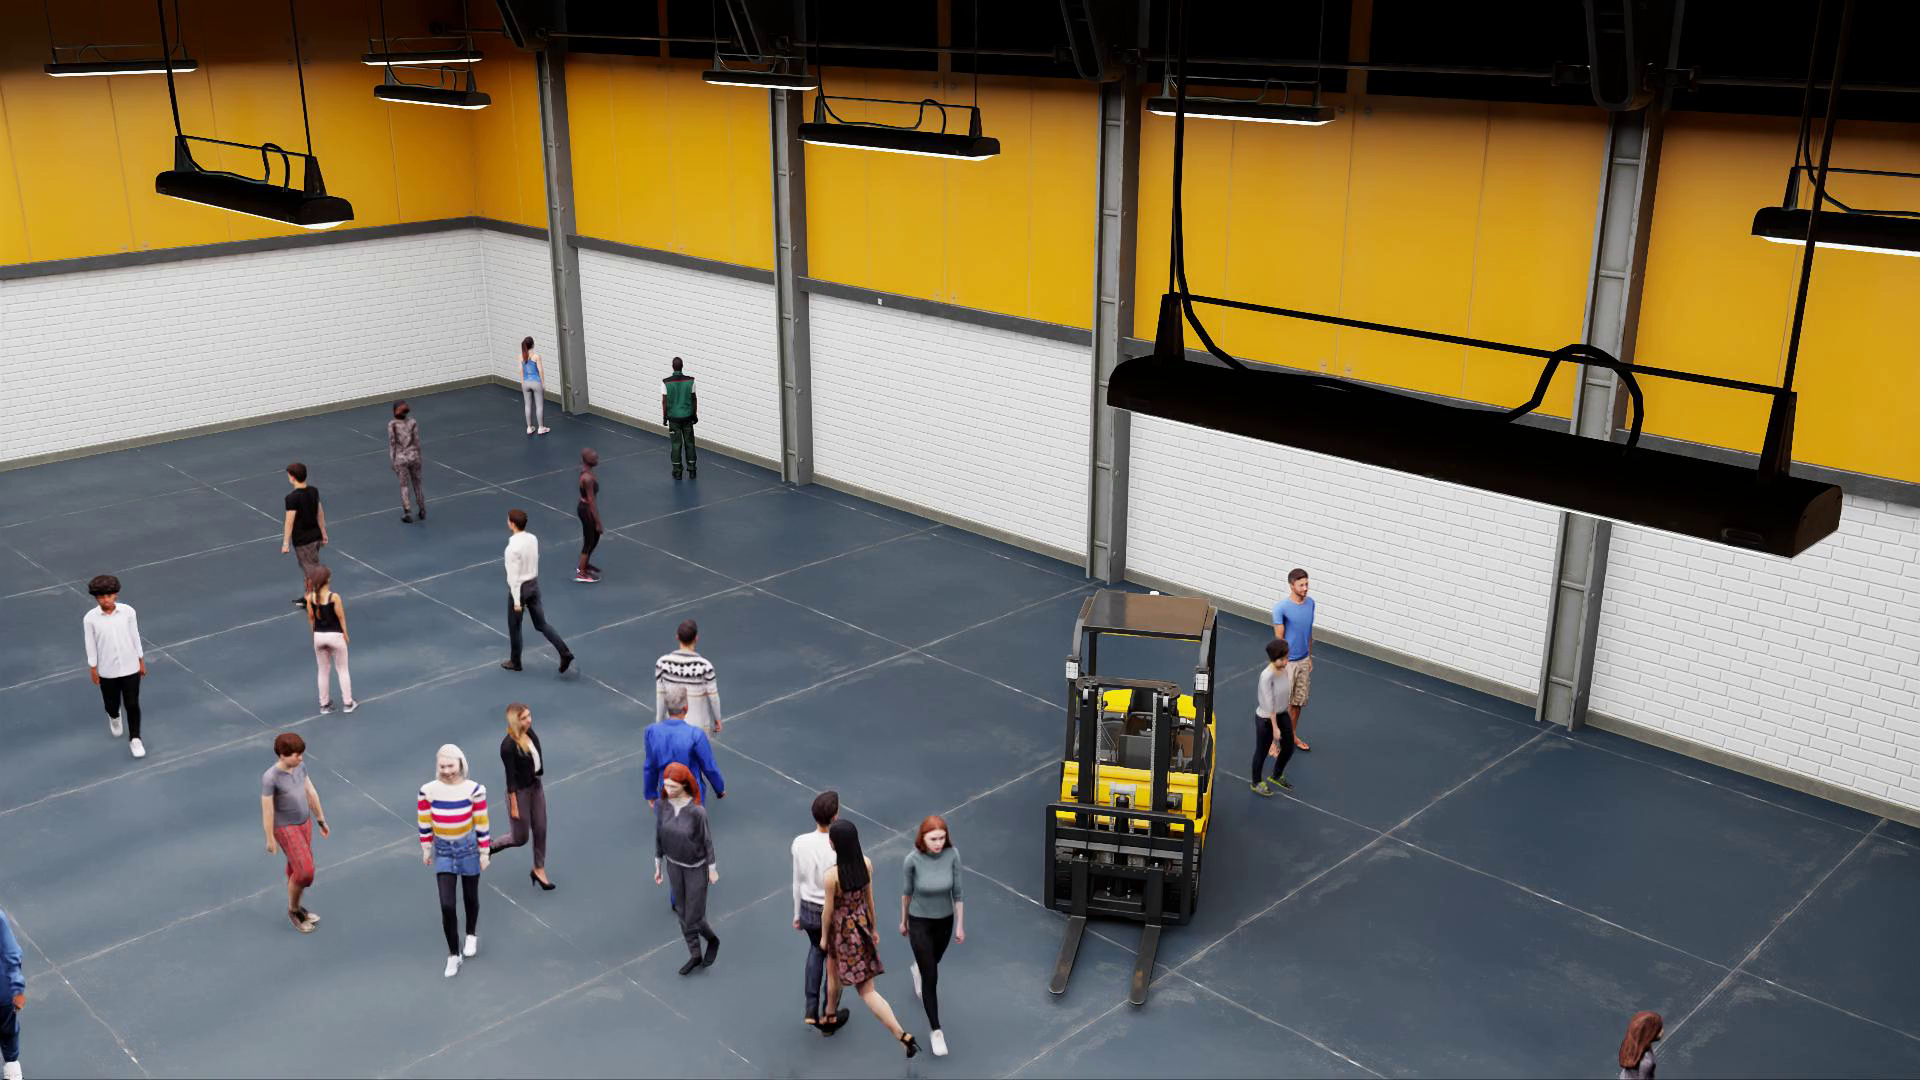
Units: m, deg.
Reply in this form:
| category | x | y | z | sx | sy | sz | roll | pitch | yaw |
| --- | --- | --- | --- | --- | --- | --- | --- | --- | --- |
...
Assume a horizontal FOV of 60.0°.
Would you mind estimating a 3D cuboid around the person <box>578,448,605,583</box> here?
| category | x | y | z | sx | sy | sz | roll | pitch | yaw |
| --- | --- | --- | --- | --- | --- | --- | --- | --- | --- |
| person | -4.603 | -0.297 | 20.404 | 0.876 | 1.725 | 0.765 | -8 | 20 | -22 |

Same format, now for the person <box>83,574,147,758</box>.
| category | x | y | z | sx | sy | sz | roll | pitch | yaw |
| --- | --- | --- | --- | --- | --- | --- | --- | --- | --- |
| person | -8.080 | 1.172 | 15.932 | 0.746 | 1.795 | 0.974 | -12 | 22 | -32 |

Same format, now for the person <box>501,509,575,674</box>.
| category | x | y | z | sx | sy | sz | roll | pitch | yaw |
| --- | --- | --- | --- | --- | --- | --- | --- | --- | --- |
| person | -4.526 | 0.577 | 17.620 | 1.234 | 1.844 | 0.932 | 8 | 20 | 23 |

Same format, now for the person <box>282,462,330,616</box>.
| category | x | y | z | sx | sy | sz | roll | pitch | yaw |
| --- | --- | --- | --- | --- | --- | --- | --- | --- | --- |
| person | -7.501 | 0.015 | 19.293 | 1.010 | 1.843 | 0.911 | 4 | 19 | 11 |

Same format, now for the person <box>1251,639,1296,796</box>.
| category | x | y | z | sx | sy | sz | roll | pitch | yaw |
| --- | --- | --- | --- | --- | --- | --- | --- | --- | --- |
| person | 2.758 | 1.594 | 15.090 | 0.581 | 1.532 | 0.559 | 16 | 24 | 40 |

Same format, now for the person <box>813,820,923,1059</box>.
| category | x | y | z | sx | sy | sz | roll | pitch | yaw |
| --- | --- | --- | --- | --- | --- | --- | --- | --- | --- |
| person | -0.674 | 2.773 | 11.287 | 1.251 | 1.724 | 0.723 | 13 | 23 | 35 |

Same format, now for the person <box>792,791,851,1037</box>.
| category | x | y | z | sx | sy | sz | roll | pitch | yaw |
| --- | --- | --- | --- | --- | --- | --- | --- | --- | --- |
| person | -0.976 | 2.639 | 11.492 | 0.746 | 1.849 | 0.810 | 8 | 20 | 22 |

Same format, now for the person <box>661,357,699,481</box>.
| category | x | y | z | sx | sy | sz | roll | pitch | yaw |
| --- | --- | --- | --- | --- | --- | --- | --- | --- | --- |
| person | -4.162 | -1.821 | 24.753 | 0.776 | 1.838 | 0.757 | -6 | 20 | -18 |

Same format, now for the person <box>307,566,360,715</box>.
| category | x | y | z | sx | sy | sz | roll | pitch | yaw |
| --- | --- | --- | --- | --- | --- | --- | --- | --- | --- |
| person | -6.370 | 1.003 | 16.797 | 0.614 | 1.562 | 0.672 | 0 | 19 | -1 |

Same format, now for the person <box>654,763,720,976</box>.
| category | x | y | z | sx | sy | sz | roll | pitch | yaw |
| --- | --- | --- | --- | --- | --- | --- | --- | --- | --- |
| person | -1.983 | 2.396 | 12.356 | 0.658 | 1.757 | 0.730 | 10 | 21 | 27 |

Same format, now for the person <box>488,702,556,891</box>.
| category | x | y | z | sx | sy | sz | roll | pitch | yaw |
| --- | --- | --- | --- | --- | --- | --- | --- | --- | --- |
| person | -3.607 | 2.086 | 13.443 | 0.972 | 1.650 | 0.818 | 6 | 19 | 17 |

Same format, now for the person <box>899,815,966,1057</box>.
| category | x | y | z | sx | sy | sz | roll | pitch | yaw |
| --- | --- | --- | --- | --- | --- | --- | --- | --- | --- |
| person | -0.215 | 2.660 | 11.649 | 0.944 | 1.708 | 1.199 | -5 | 19 | -15 |

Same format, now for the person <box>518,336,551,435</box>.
| category | x | y | z | sx | sy | sz | roll | pitch | yaw |
| --- | --- | --- | --- | --- | --- | --- | --- | --- | --- |
| person | -7.002 | -2.539 | 27.243 | 0.630 | 1.610 | 0.717 | 4 | 19 | 12 |

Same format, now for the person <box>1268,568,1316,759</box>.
| category | x | y | z | sx | sy | sz | roll | pitch | yaw |
| --- | --- | --- | --- | --- | --- | --- | --- | --- | --- |
| person | 3.173 | 1.141 | 15.918 | 0.701 | 1.862 | 0.640 | -11 | 21 | -28 |

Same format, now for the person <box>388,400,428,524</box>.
| category | x | y | z | sx | sy | sz | roll | pitch | yaw |
| --- | --- | --- | --- | --- | --- | --- | --- | --- | --- |
| person | -7.579 | -1.088 | 22.771 | 0.601 | 1.714 | 0.585 | -14 | 23 | -35 |

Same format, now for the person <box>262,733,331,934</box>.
| category | x | y | z | sx | sy | sz | roll | pitch | yaw |
| --- | --- | --- | --- | --- | --- | --- | --- | --- | --- |
| person | -5.277 | 2.249 | 12.991 | 0.745 | 1.631 | 0.695 | 8 | 20 | 22 |

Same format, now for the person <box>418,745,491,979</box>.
| category | x | y | z | sx | sy | sz | roll | pitch | yaw |
| --- | --- | --- | --- | --- | --- | --- | --- | --- | --- |
| person | -3.768 | 2.321 | 12.532 | 0.907 | 1.788 | 0.985 | -3 | 19 | -8 |

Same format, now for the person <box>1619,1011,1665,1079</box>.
| category | x | y | z | sx | sy | sz | roll | pitch | yaw |
| --- | --- | --- | --- | --- | --- | --- | --- | --- | --- |
| person | 4.205 | 3.410 | 10.366 | 0.573 | 1.105 | 0.534 | 3 | 19 | 9 |

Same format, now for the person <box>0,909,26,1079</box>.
| category | x | y | z | sx | sy | sz | roll | pitch | yaw |
| --- | --- | --- | --- | --- | --- | --- | --- | --- | --- |
| person | -6.371 | 2.891 | 10.863 | 0.945 | 1.771 | 1.208 | -9 | 20 | -24 |

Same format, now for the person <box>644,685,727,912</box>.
| category | x | y | z | sx | sy | sz | roll | pitch | yaw |
| --- | --- | --- | --- | --- | --- | --- | --- | --- | --- |
| person | -2.232 | 2.080 | 13.235 | 1.060 | 1.795 | 1.026 | 7 | 20 | 21 |

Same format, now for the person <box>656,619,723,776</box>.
| category | x | y | z | sx | sy | sz | roll | pitch | yaw |
| --- | --- | --- | --- | --- | --- | --- | --- | --- | --- |
| person | -2.390 | 1.650 | 14.505 | 1.238 | 1.799 | 1.207 | 3 | 19 | 8 |
